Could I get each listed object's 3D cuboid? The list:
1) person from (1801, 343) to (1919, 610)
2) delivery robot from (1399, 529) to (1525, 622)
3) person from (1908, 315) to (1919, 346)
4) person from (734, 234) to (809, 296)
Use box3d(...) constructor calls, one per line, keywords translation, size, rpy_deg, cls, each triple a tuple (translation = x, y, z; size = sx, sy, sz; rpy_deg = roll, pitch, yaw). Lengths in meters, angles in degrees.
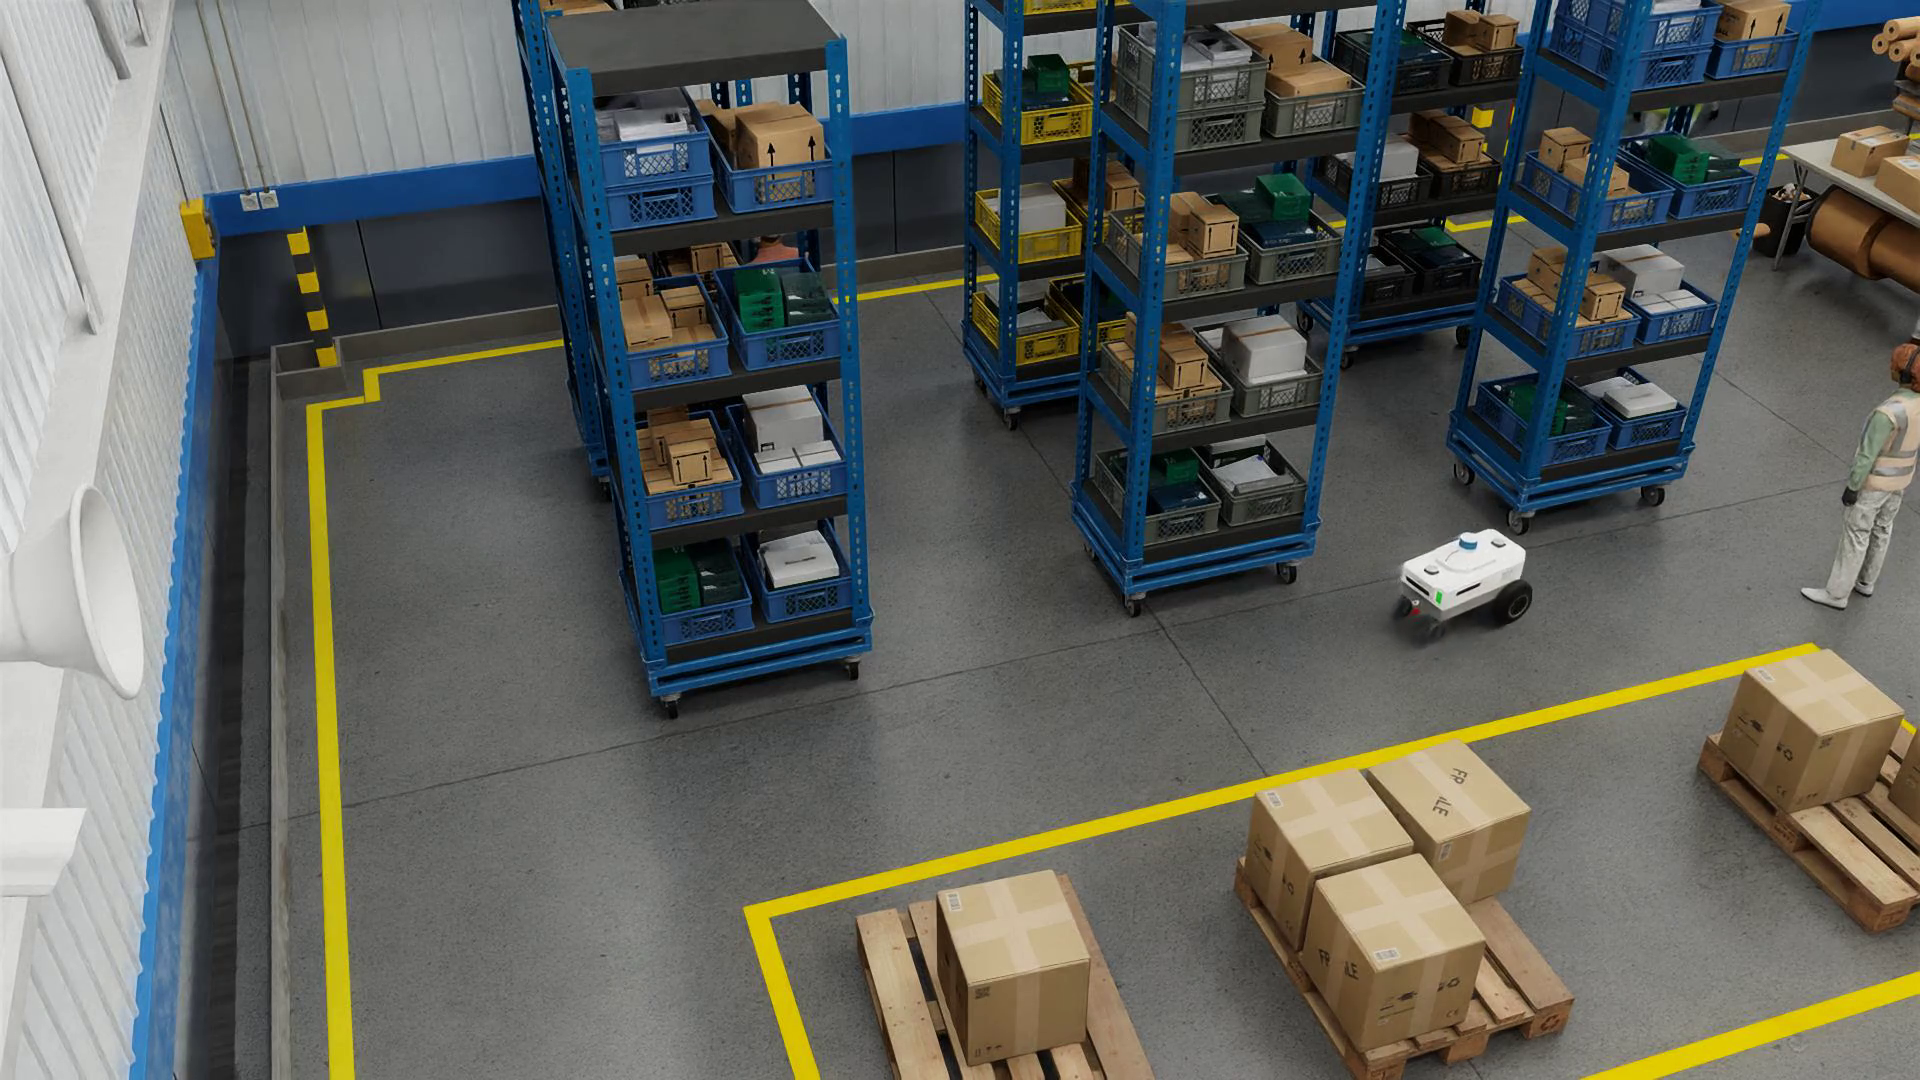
box3d(translation=(5.165, -0.350, 9.353), size=(0.517, 1.634, 0.314), rpy_deg=(-21, 40, -27), cls="person")
box3d(translation=(2.854, 0.181, 9.453), size=(0.707, 0.478, 0.477), rpy_deg=(-19, 39, -25), cls="delivery robot")
box3d(translation=(7.128, -2.117, 11.609), size=(0.370, 1.930, 0.630), rpy_deg=(4, 35, 6), cls="person")
box3d(translation=(-1.141, -1.178, 10.233), size=(0.622, 1.982, 0.412), rpy_deg=(-29, 44, -35), cls="person")
